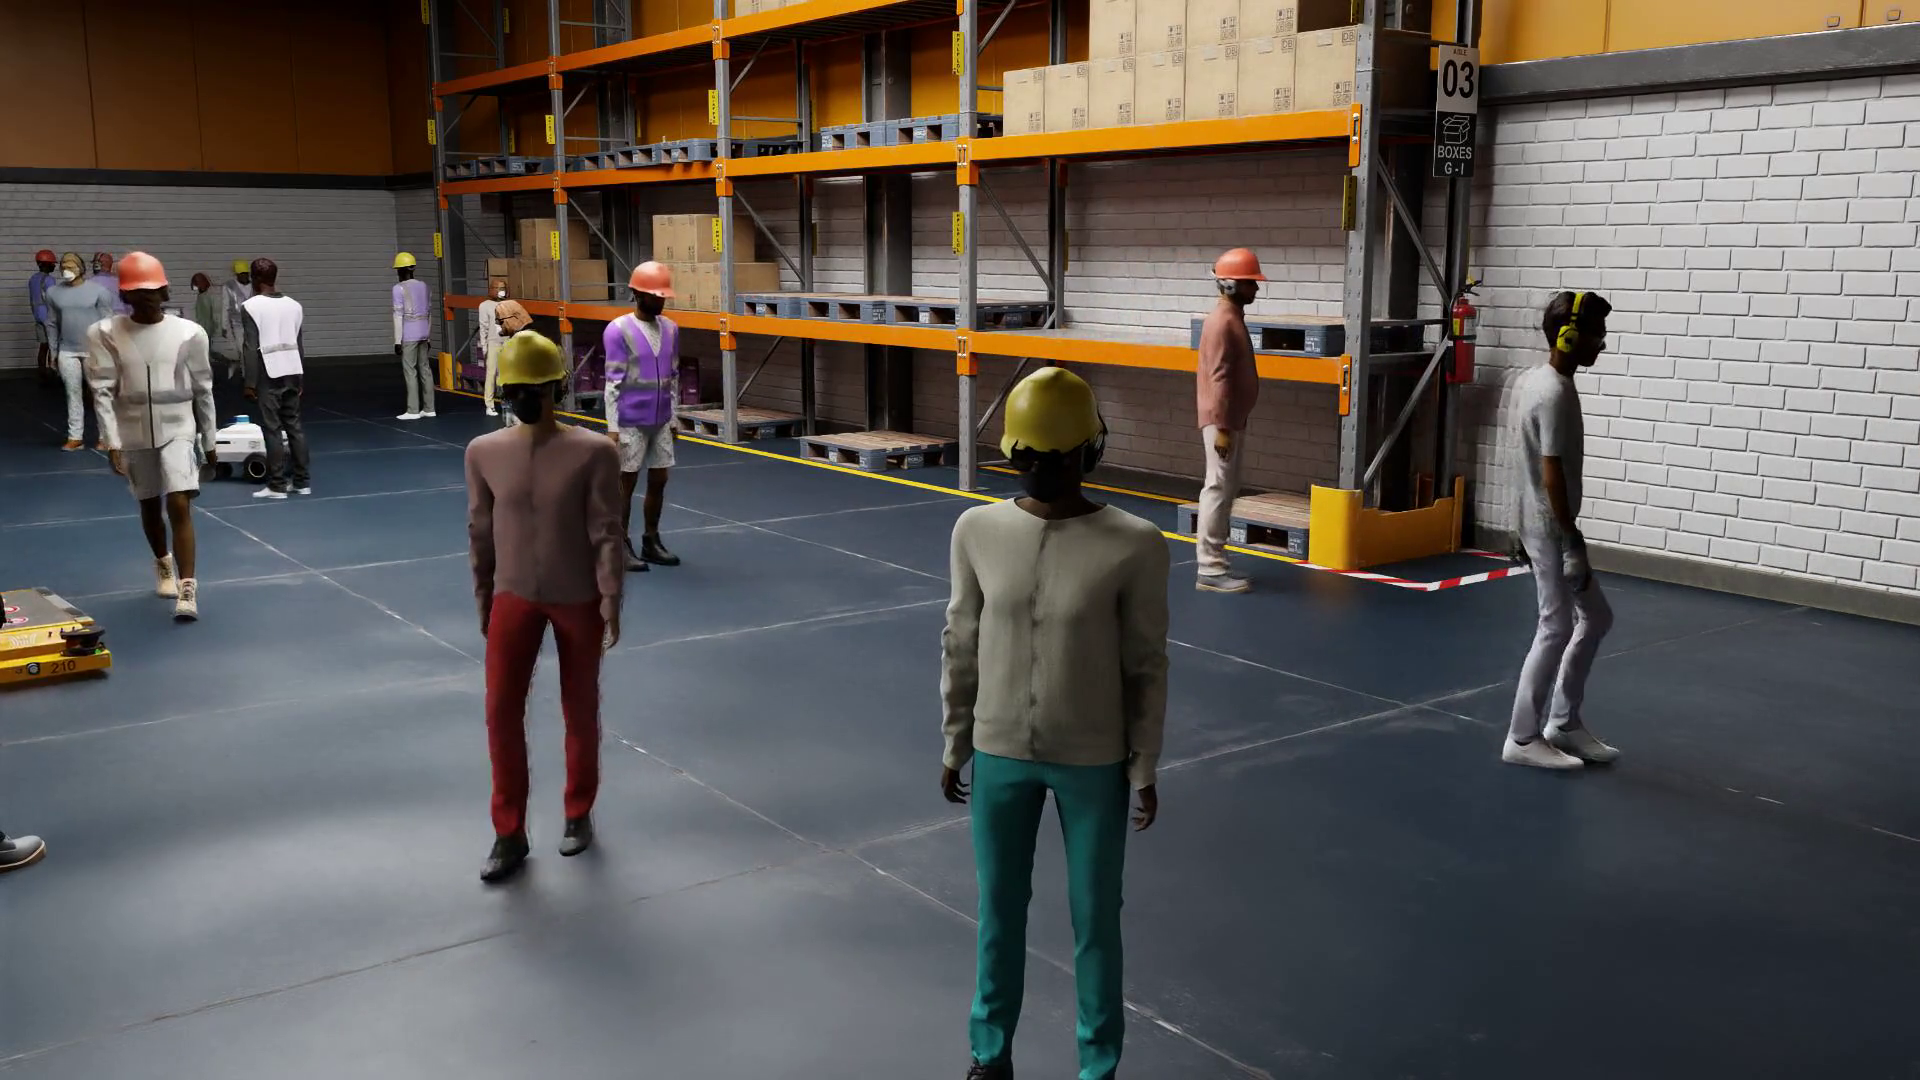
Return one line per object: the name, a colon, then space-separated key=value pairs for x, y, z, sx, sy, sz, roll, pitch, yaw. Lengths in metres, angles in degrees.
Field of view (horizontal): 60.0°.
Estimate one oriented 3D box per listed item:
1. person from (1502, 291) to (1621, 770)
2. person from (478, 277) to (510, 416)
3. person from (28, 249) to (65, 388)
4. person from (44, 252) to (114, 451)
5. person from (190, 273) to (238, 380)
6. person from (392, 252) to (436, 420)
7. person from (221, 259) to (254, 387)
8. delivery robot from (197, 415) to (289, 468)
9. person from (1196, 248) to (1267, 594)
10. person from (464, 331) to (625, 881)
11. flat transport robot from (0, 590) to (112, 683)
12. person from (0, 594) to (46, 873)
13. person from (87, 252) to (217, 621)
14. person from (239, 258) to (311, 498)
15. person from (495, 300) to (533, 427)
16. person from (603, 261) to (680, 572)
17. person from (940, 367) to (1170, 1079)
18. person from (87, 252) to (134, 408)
person: x=2.385 y=-0.018 z=6.335 sx=0.571 sy=1.842 sz=0.590 roll=4 pitch=11 yaw=19
person: x=-5.426 y=-2.277 z=19.618 sx=0.492 sy=1.625 sz=0.284 roll=-10 pitch=14 yaw=-43
person: x=-12.776 y=-3.100 z=23.349 sx=0.552 sy=1.932 sz=0.377 roll=6 pitch=12 yaw=31
person: x=-8.561 y=-1.827 z=16.210 sx=0.635 sy=1.937 sz=0.352 roll=-1 pitch=10 yaw=-5
person: x=-10.702 y=-3.009 z=23.731 sx=0.558 sy=1.606 sz=0.513 roll=-5 pitch=11 yaw=-24
person: x=-6.325 y=-2.346 z=19.179 sx=0.396 sy=1.918 sz=0.588 roll=4 pitch=11 yaw=22
person: x=-9.822 y=-2.967 z=22.961 sx=0.700 sy=1.800 sz=0.461 roll=-8 pitch=13 yaw=-38
delivery robot: x=-6.105 y=-0.820 z=14.183 sx=0.707 sy=0.478 sz=0.477 roll=1 pitch=10 yaw=5
person: x=1.571 y=-0.694 z=9.703 sx=0.395 sy=1.992 sz=0.623 roll=3 pitch=11 yaw=18
person: x=-1.335 y=0.215 z=5.330 sx=0.527 sy=1.746 sz=0.658 roll=0 pitch=10 yaw=-2
flat transport robot: x=-4.683 y=0.452 z=8.113 sx=0.652 sy=0.197 sz=1.431 roll=-8 pitch=13 yaw=-39
person: x=-3.289 y=0.097 z=5.273 sx=0.624 sy=1.992 sz=0.390 roll=3 pitch=11 yaw=17
person: x=-4.409 y=-0.579 z=9.138 sx=0.595 sy=1.985 sz=1.096 roll=-4 pitch=11 yaw=-21
person: x=-5.454 y=-1.285 z=13.279 sx=0.409 sy=1.909 sz=0.595 roll=4 pitch=11 yaw=22
person: x=-3.151 y=-0.891 z=11.855 sx=0.298 sy=1.623 sz=0.503 roll=-8 pitch=13 yaw=-37
person: x=-1.923 y=-0.750 z=10.255 sx=0.444 sy=1.917 sz=0.561 roll=9 pitch=13 yaw=41
person: x=0.200 y=0.490 z=3.741 sx=0.523 sy=1.760 sz=0.327 roll=3 pitch=11 yaw=17
person: x=-10.486 y=-2.576 z=20.475 sx=0.410 sy=1.913 sz=0.651 roll=6 pitch=12 yaw=30
